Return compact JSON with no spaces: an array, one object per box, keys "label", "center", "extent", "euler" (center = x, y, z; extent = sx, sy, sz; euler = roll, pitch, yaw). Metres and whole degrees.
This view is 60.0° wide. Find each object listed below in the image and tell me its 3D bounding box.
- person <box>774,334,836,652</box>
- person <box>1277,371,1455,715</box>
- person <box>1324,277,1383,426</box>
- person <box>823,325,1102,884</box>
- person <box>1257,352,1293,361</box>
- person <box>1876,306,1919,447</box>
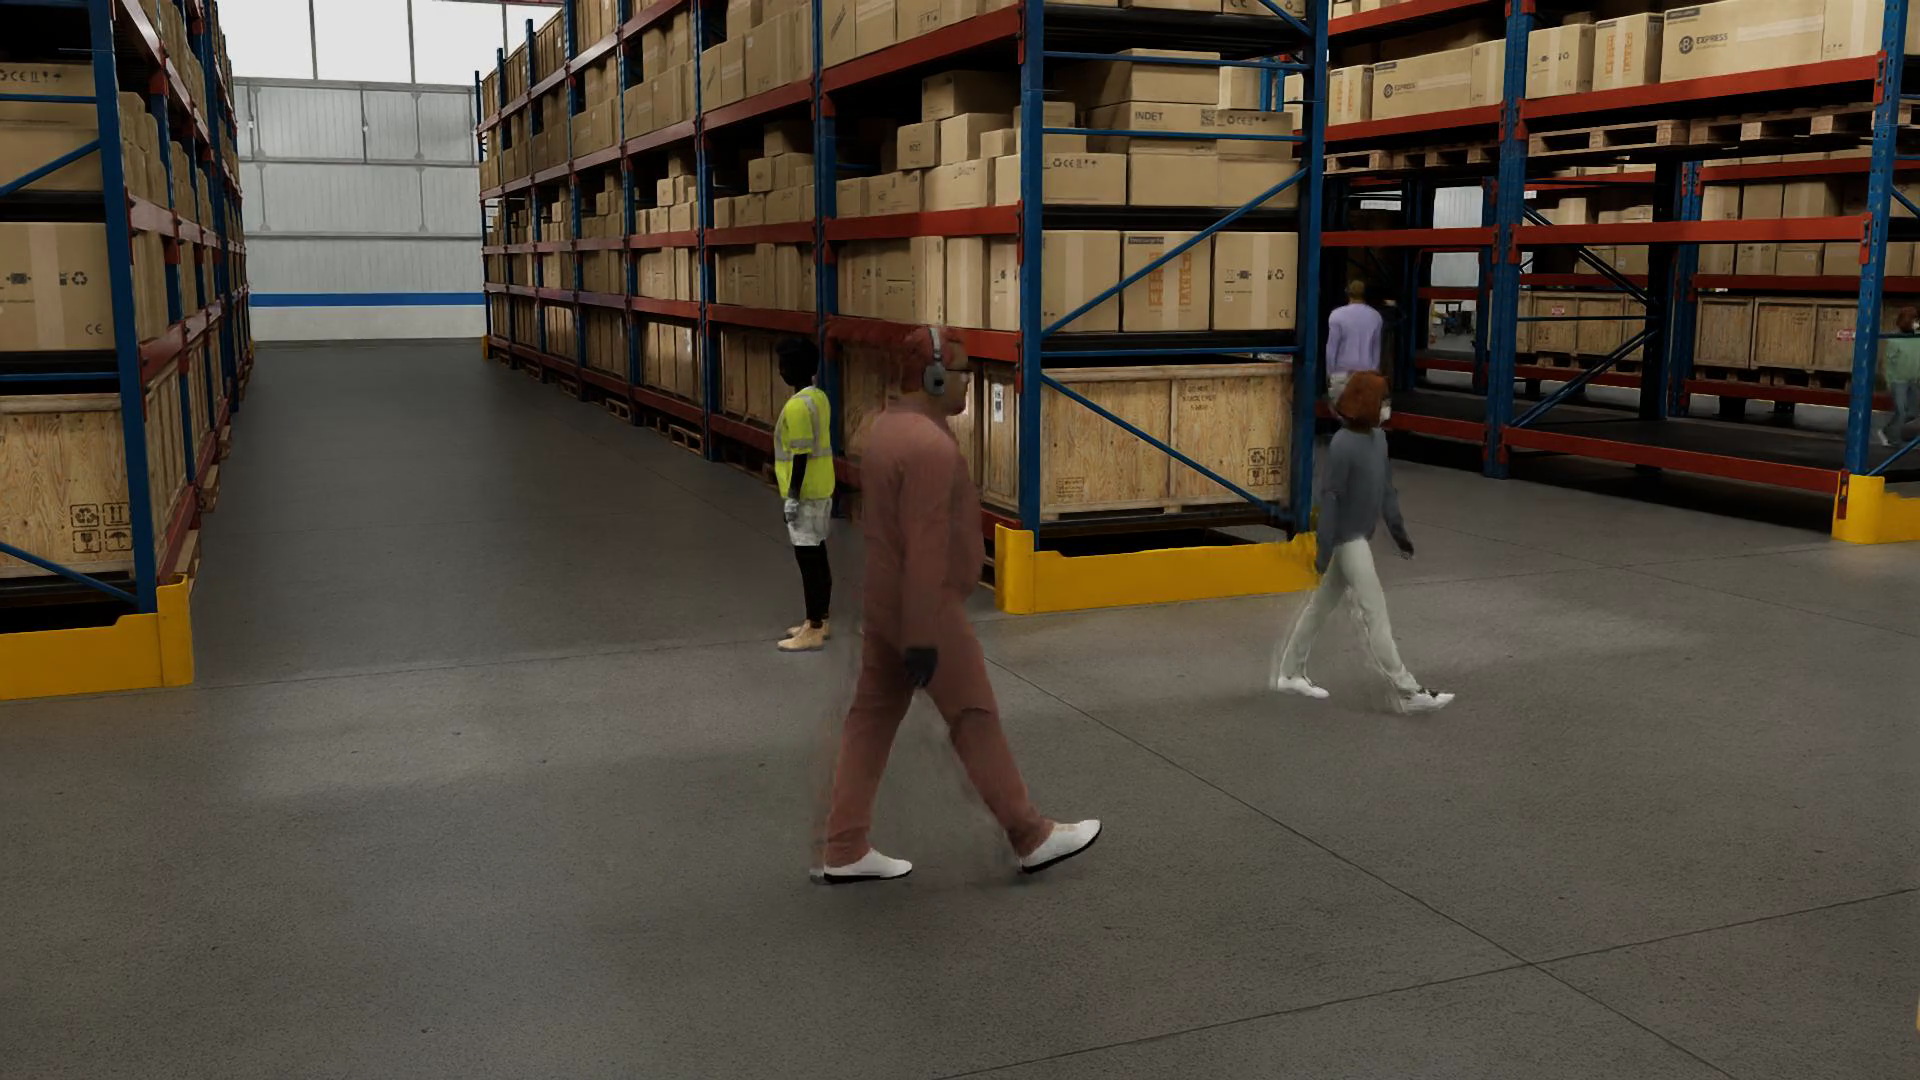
[{"label":"person","center":[-0.833,-0.250,8.905],"extent":[0.319,1.694,0.532],"euler":[1,10,6]},{"label":"person","center":[1.875,0.009,7.708],"extent":[0.893,1.575,0.504],"euler":[6,11,30]},{"label":"person","center":[4.066,-1.725,17.052],"extent":[0.637,1.925,0.603],"euler":[-4,10,-22]},{"label":"person","center":[-0.026,0.228,5.528],"extent":[0.965,1.856,0.678],"euler":[-3,10,-17]},{"label":"person","center":[3.175,-1.634,16.672],"extent":[0.574,1.876,1.021],"euler":[-6,11,-34]},{"label":"person","center":[9.910,-1.655,17.546],"extent":[0.500,1.624,0.483],"euler":[-3,10,-17]}]
